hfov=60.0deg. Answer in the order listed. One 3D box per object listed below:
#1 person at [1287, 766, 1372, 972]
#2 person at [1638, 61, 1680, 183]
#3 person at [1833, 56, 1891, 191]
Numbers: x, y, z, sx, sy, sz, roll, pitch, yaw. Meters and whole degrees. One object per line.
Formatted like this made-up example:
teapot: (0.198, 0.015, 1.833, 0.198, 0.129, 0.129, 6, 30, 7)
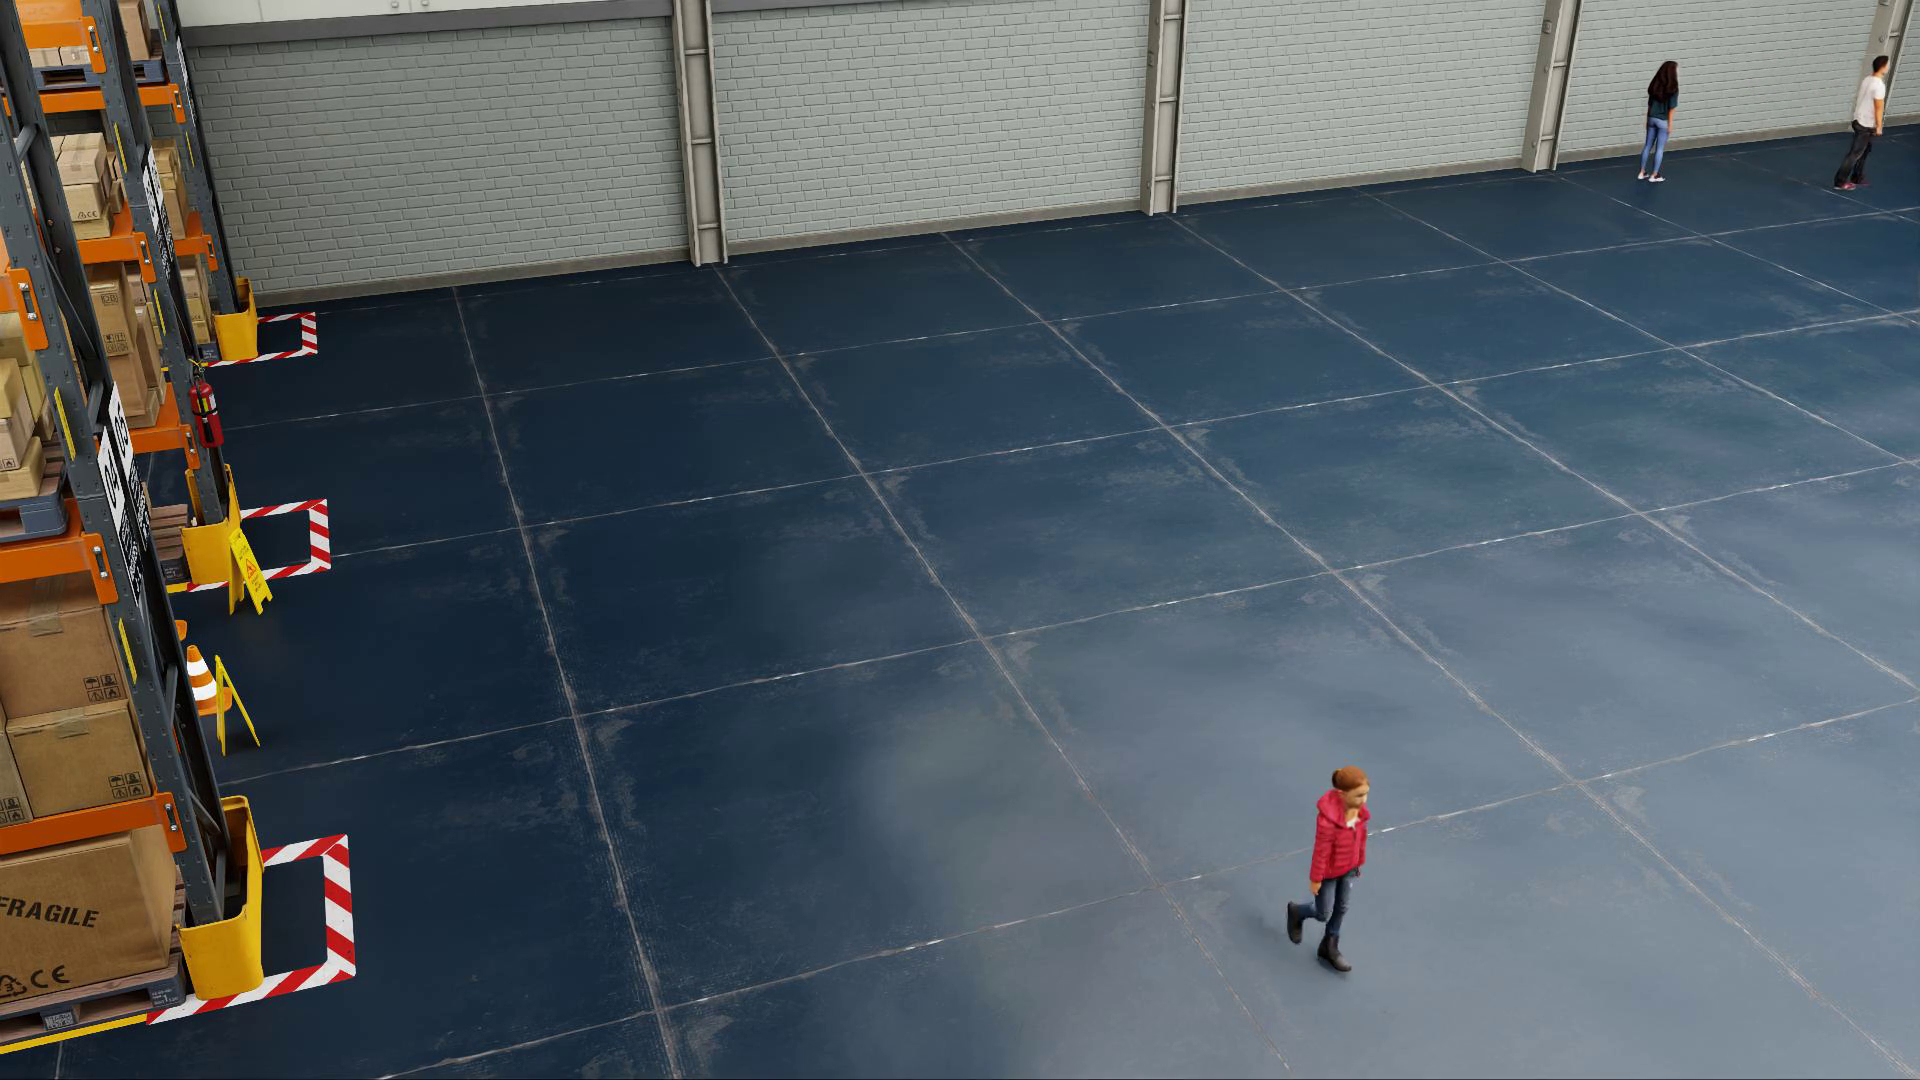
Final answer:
person: (1.999, 1.758, 9.071, 0.648, 1.305, 0.637, -15, 31, -26)
person: (9.612, -5.756, 22.851, 0.649, 1.614, 0.645, -17, 32, -28)
person: (12.072, -5.594, 22.362, 0.907, 1.787, 0.825, 2, 28, 4)
